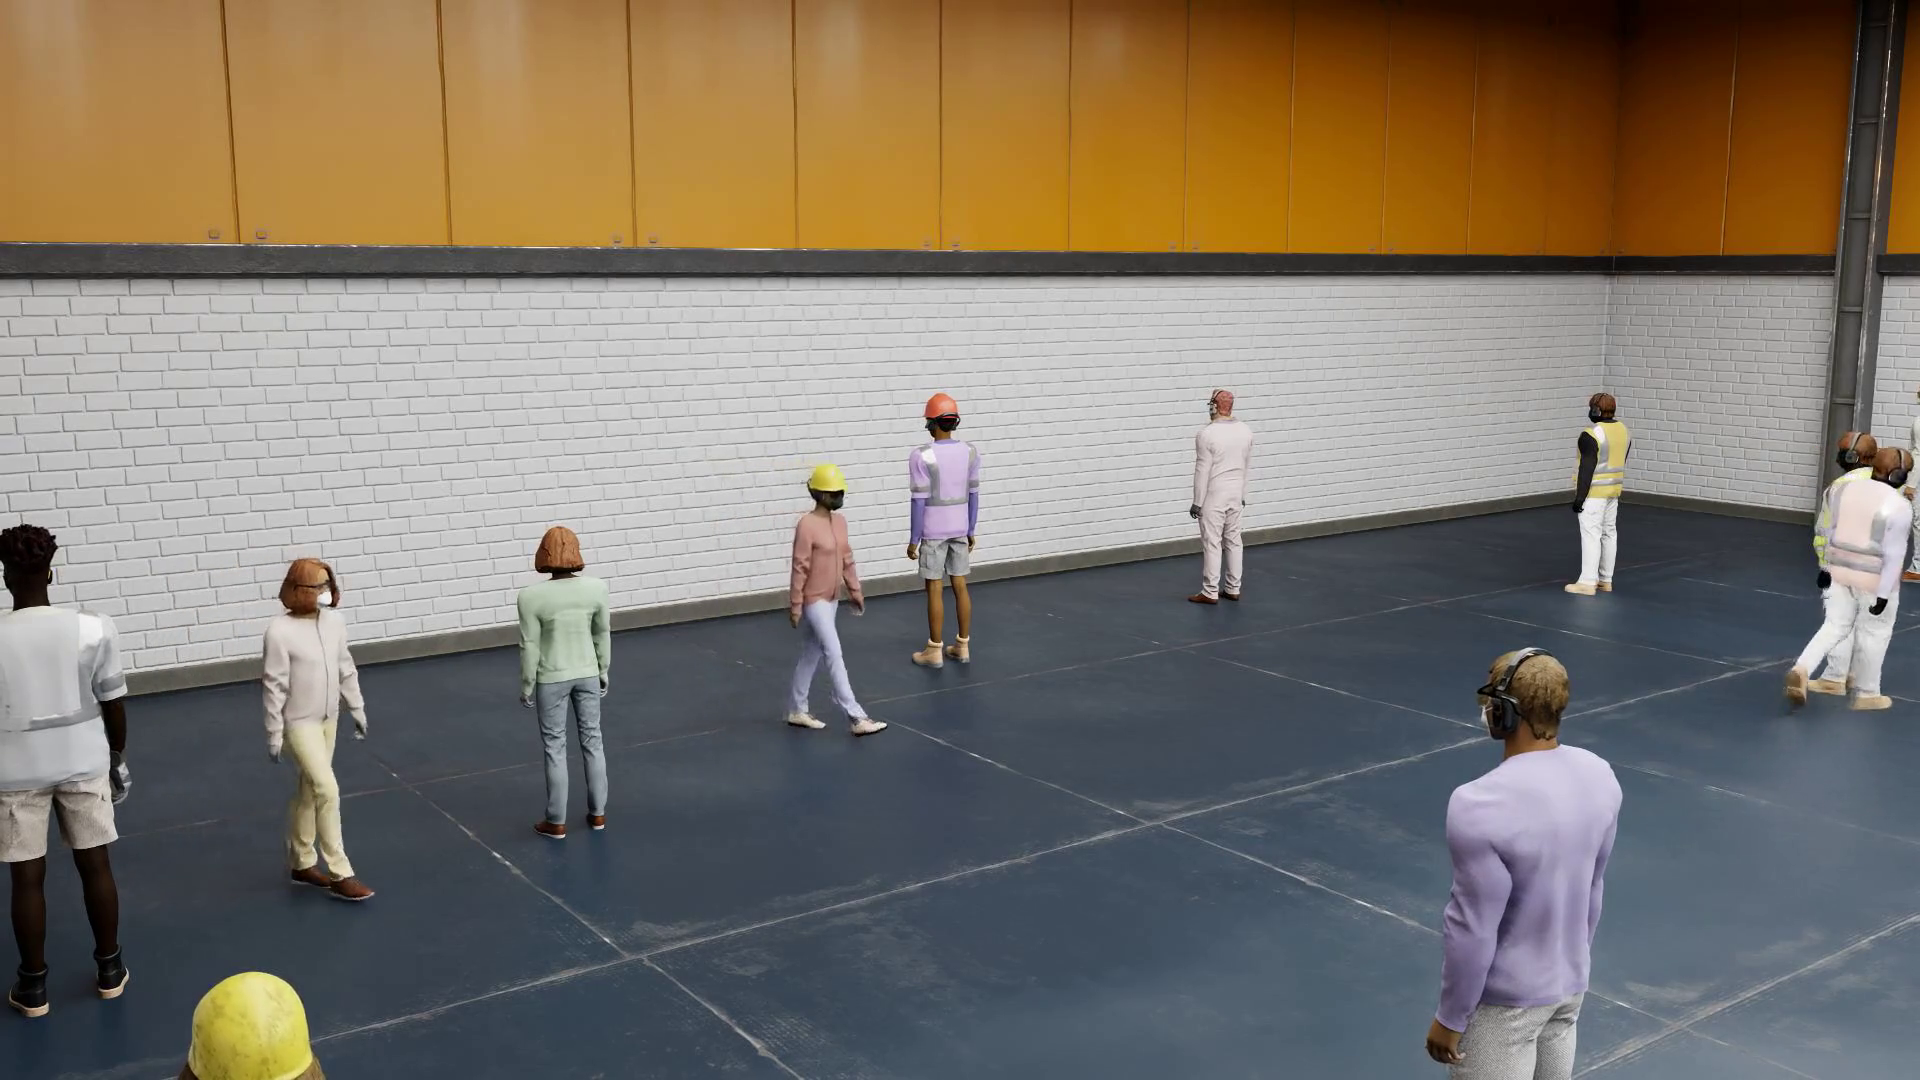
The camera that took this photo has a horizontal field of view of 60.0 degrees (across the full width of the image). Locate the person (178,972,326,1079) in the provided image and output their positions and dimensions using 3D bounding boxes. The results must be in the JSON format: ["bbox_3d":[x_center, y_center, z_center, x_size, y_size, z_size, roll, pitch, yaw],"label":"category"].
[{"bbox_3d":[-1.214,1.607,2.984,0.487,1.746,0.289,-7,11,-36],"label":"person"}]

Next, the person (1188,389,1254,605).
[{"bbox_3d":[2.290,-0.381,14.749,0.643,1.909,0.410,-7,11,-36],"label":"person"}]

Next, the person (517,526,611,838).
[{"bbox_3d":[-2.058,0.738,8.686,0.500,1.633,0.284,-7,11,-36],"label":"person"}]

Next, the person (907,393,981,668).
[{"bbox_3d":[-0.138,-0.070,12.410,0.608,2.044,0.372,-7,11,-36],"label":"person"}]

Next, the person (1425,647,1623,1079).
[{"bbox_3d":[1.535,1.246,4.617,0.631,1.940,0.372,-7,11,-36],"label":"person"}]

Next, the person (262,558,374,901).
[{"bbox_3d":[-2.946,0.885,7.815,0.670,1.608,0.523,3,10,16],"label":"person"}]

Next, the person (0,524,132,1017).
[{"bbox_3d":[-3.630,0.907,6.619,0.607,1.967,0.367,-7,11,-36],"label":"person"}]

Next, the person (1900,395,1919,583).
[{"bbox_3d":[9.141,-0.557,15.733,0.631,1.940,0.372,-7,11,-36],"label":"person"}]

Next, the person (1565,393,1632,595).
[{"bbox_3d":[5.815,-0.421,15.195,0.627,1.844,0.429,-7,11,-36],"label":"person"}]

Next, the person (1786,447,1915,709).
[{"bbox_3d":[5.934,0.278,11.001,0.777,1.811,0.638,-4,10,-22],"label":"person"}]

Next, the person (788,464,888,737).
[{"bbox_3d":[-0.767,0.388,10.517,0.852,1.725,0.551,4,10,24],"label":"person"}]

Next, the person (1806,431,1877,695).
[{"bbox_3d":[6.191,0.159,11.614,0.627,1.846,0.429,-7,11,-36],"label":"person"}]
